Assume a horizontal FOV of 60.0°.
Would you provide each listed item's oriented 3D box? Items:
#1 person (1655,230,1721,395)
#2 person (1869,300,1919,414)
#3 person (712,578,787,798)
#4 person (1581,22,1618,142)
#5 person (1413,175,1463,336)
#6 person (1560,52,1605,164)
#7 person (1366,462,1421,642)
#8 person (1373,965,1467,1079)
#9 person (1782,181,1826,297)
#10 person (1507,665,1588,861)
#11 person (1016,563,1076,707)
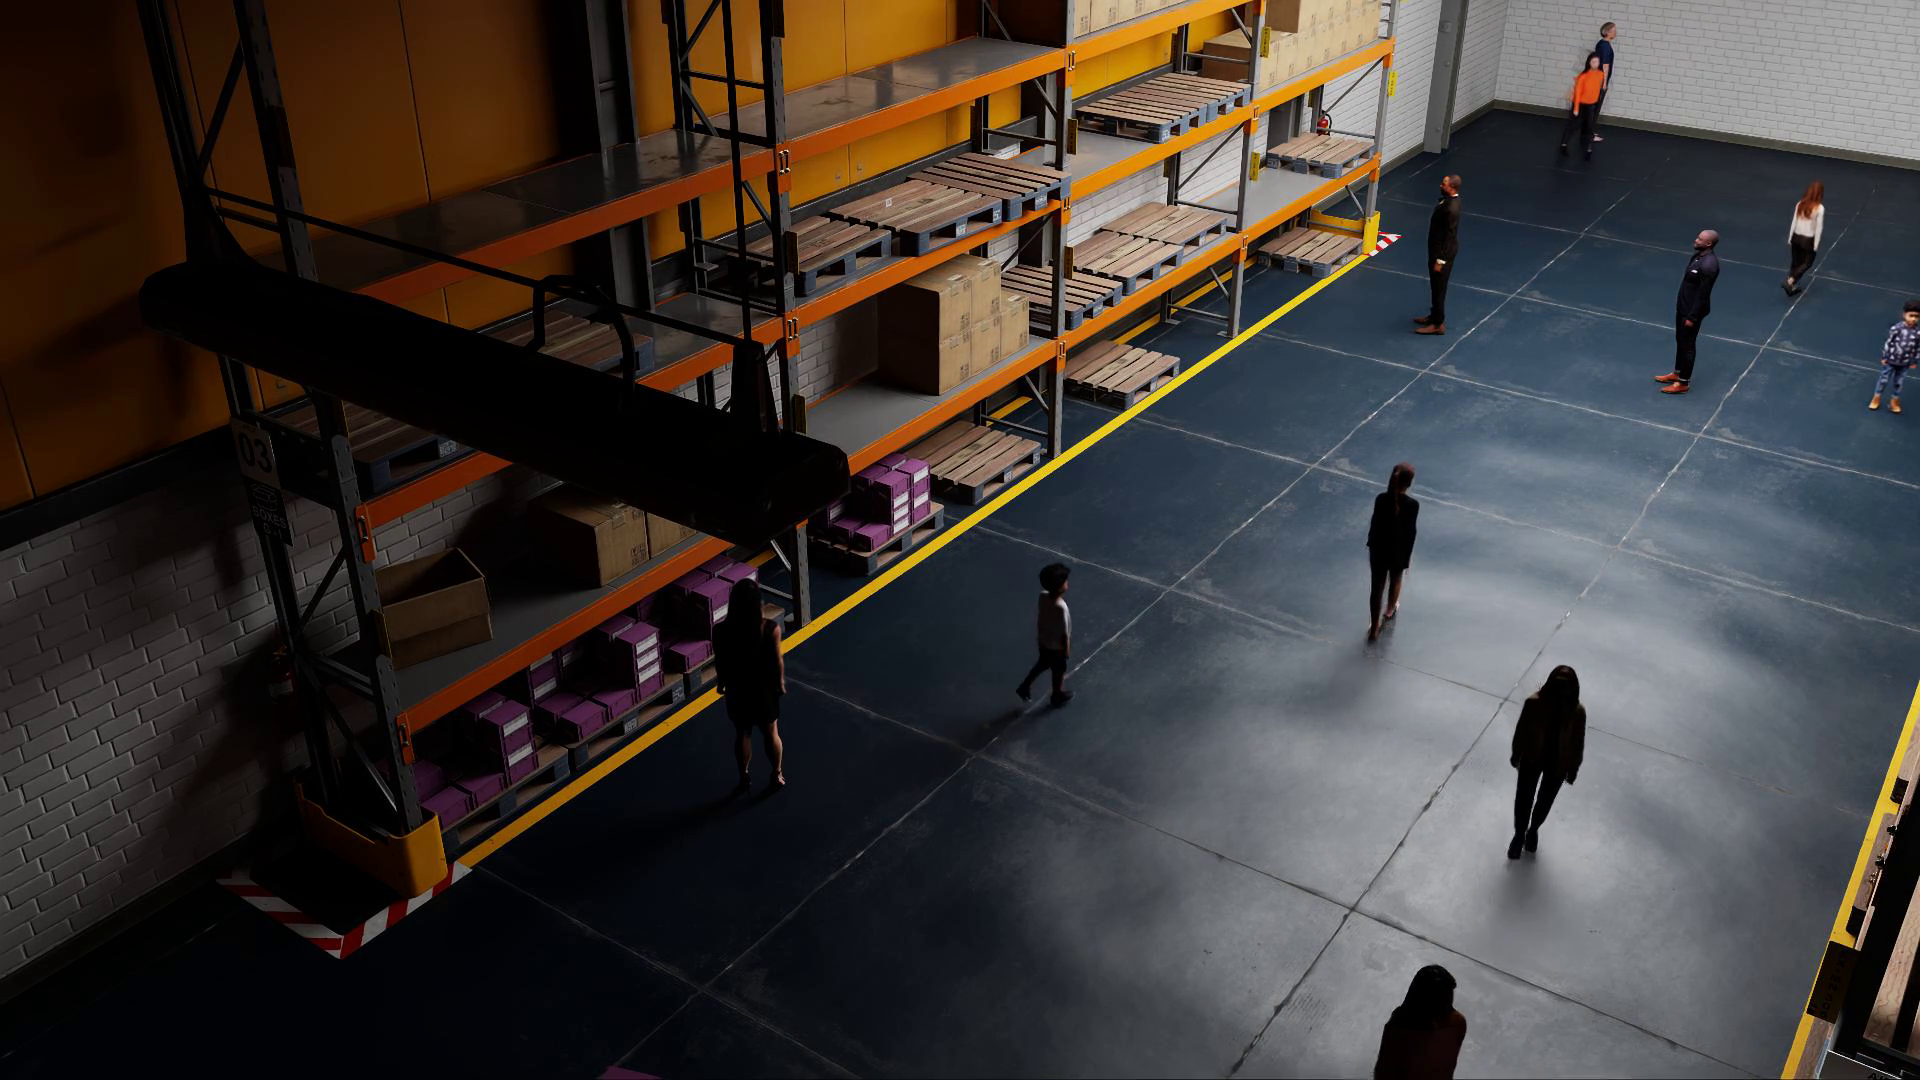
[{"bbox_3d":[7.961,-2.496,18.074,0.842,1.818,0.705,4,29,8],"label":"person"},{"bbox_3d":[9.992,-1.958,17.685,0.531,1.247,0.514,12,31,21],"label":"person"},{"bbox_3d":[-1.464,1.048,11.682,0.754,1.717,0.791,-1,29,-1],"label":"person"},{"bbox_3d":[10.474,-7.518,27.227,0.796,1.871,0.651,4,29,8],"label":"person"},{"bbox_3d":[5.686,-3.373,19.592,0.830,1.905,0.691,6,29,12],"label":"person"},{"bbox_3d":[9.738,-6.790,26.068,1.111,1.702,1.137,-9,30,-16],"label":"person"},{"bbox_3d":[3.497,0.114,13.588,0.692,1.533,0.932,9,30,17],"label":"person"},{"bbox_3d":[2.206,2.797,8.426,1.064,1.765,1.193,-1,29,-2],"label":"person"},{"bbox_3d":[10.461,-3.715,20.664,0.790,1.478,0.693,-18,33,-29],"label":"person"},{"bbox_3d":[3.949,1.445,11.214,0.680,1.470,0.700,9,30,16],"label":"person"},{"bbox_3d":[0.664,0.757,12.706,0.797,1.248,0.652,-16,32,-27],"label":"person"}]
